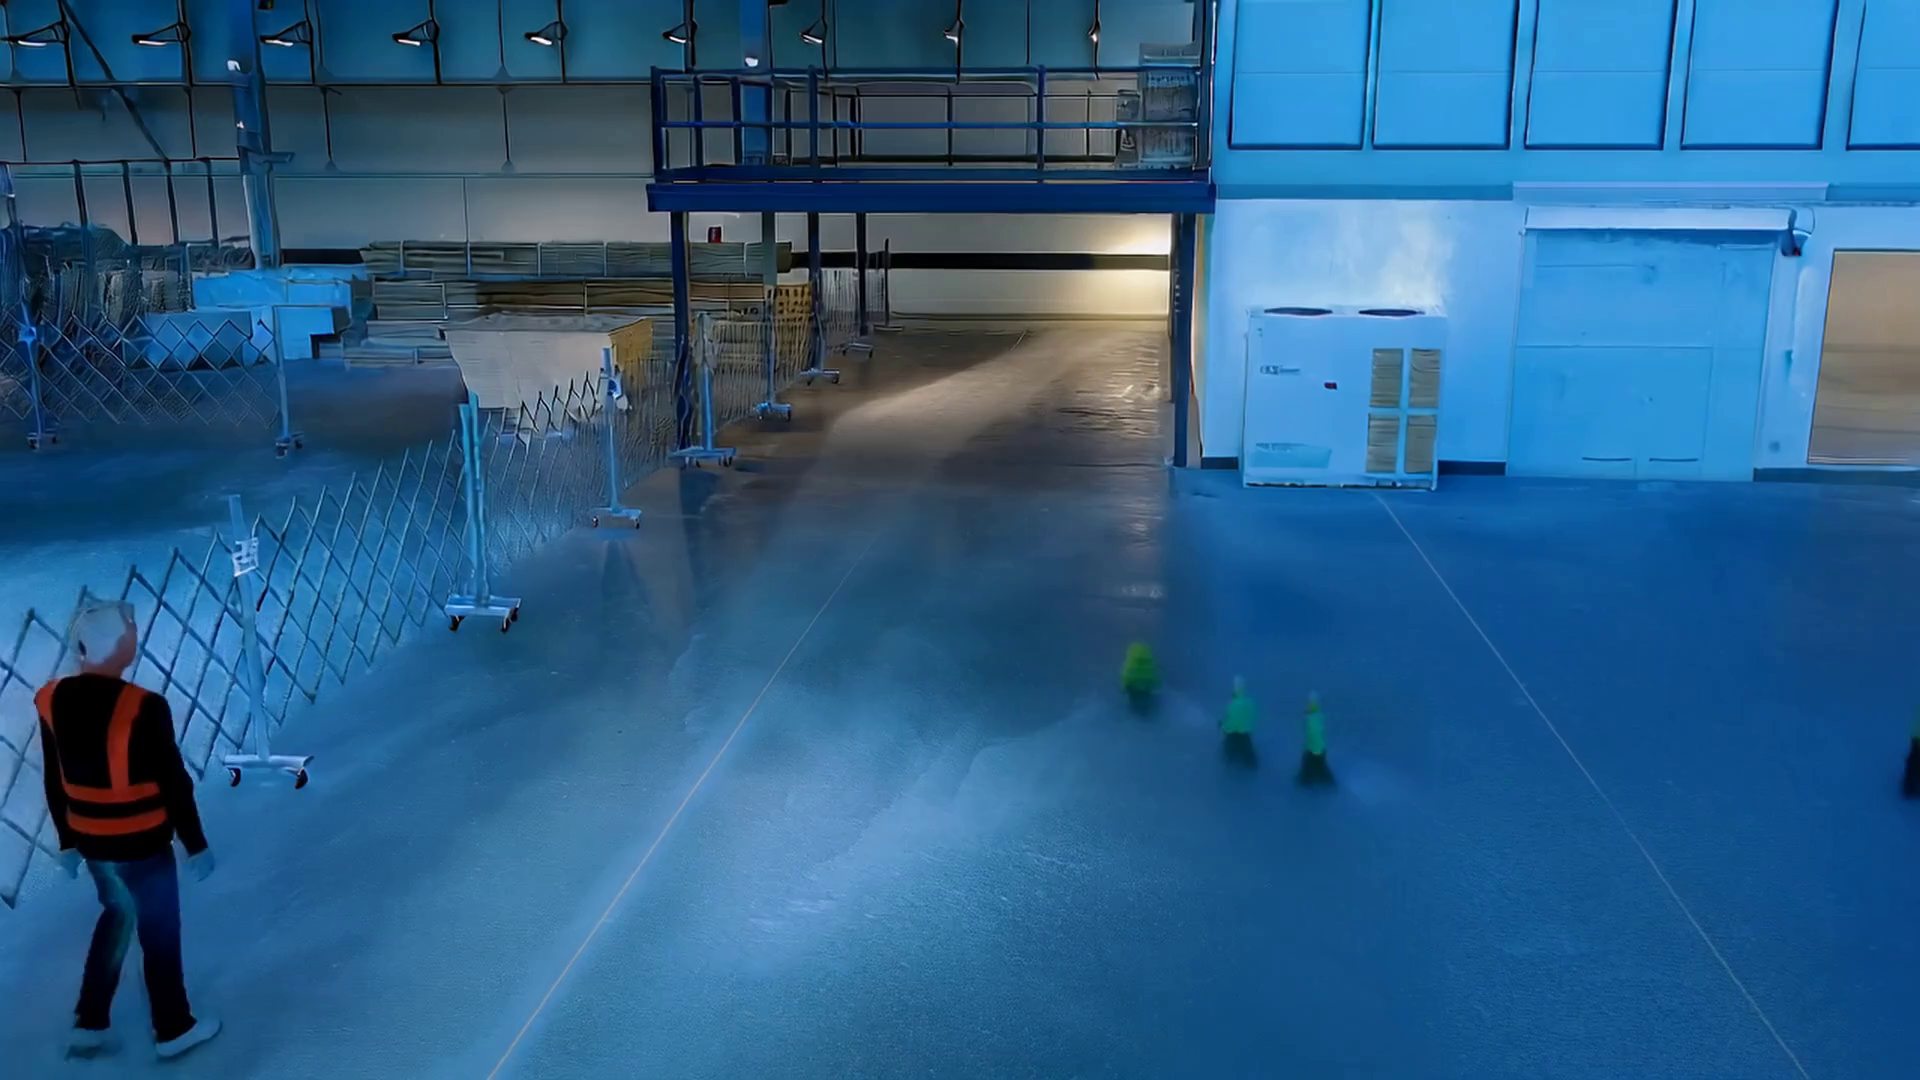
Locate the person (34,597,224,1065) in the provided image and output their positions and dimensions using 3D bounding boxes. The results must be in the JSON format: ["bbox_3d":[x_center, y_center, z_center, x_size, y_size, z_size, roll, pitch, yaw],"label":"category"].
[{"bbox_3d":[-3.122,1.120,6.299,0.587,1.882,0.448,5,15,20],"label":"person"}]
